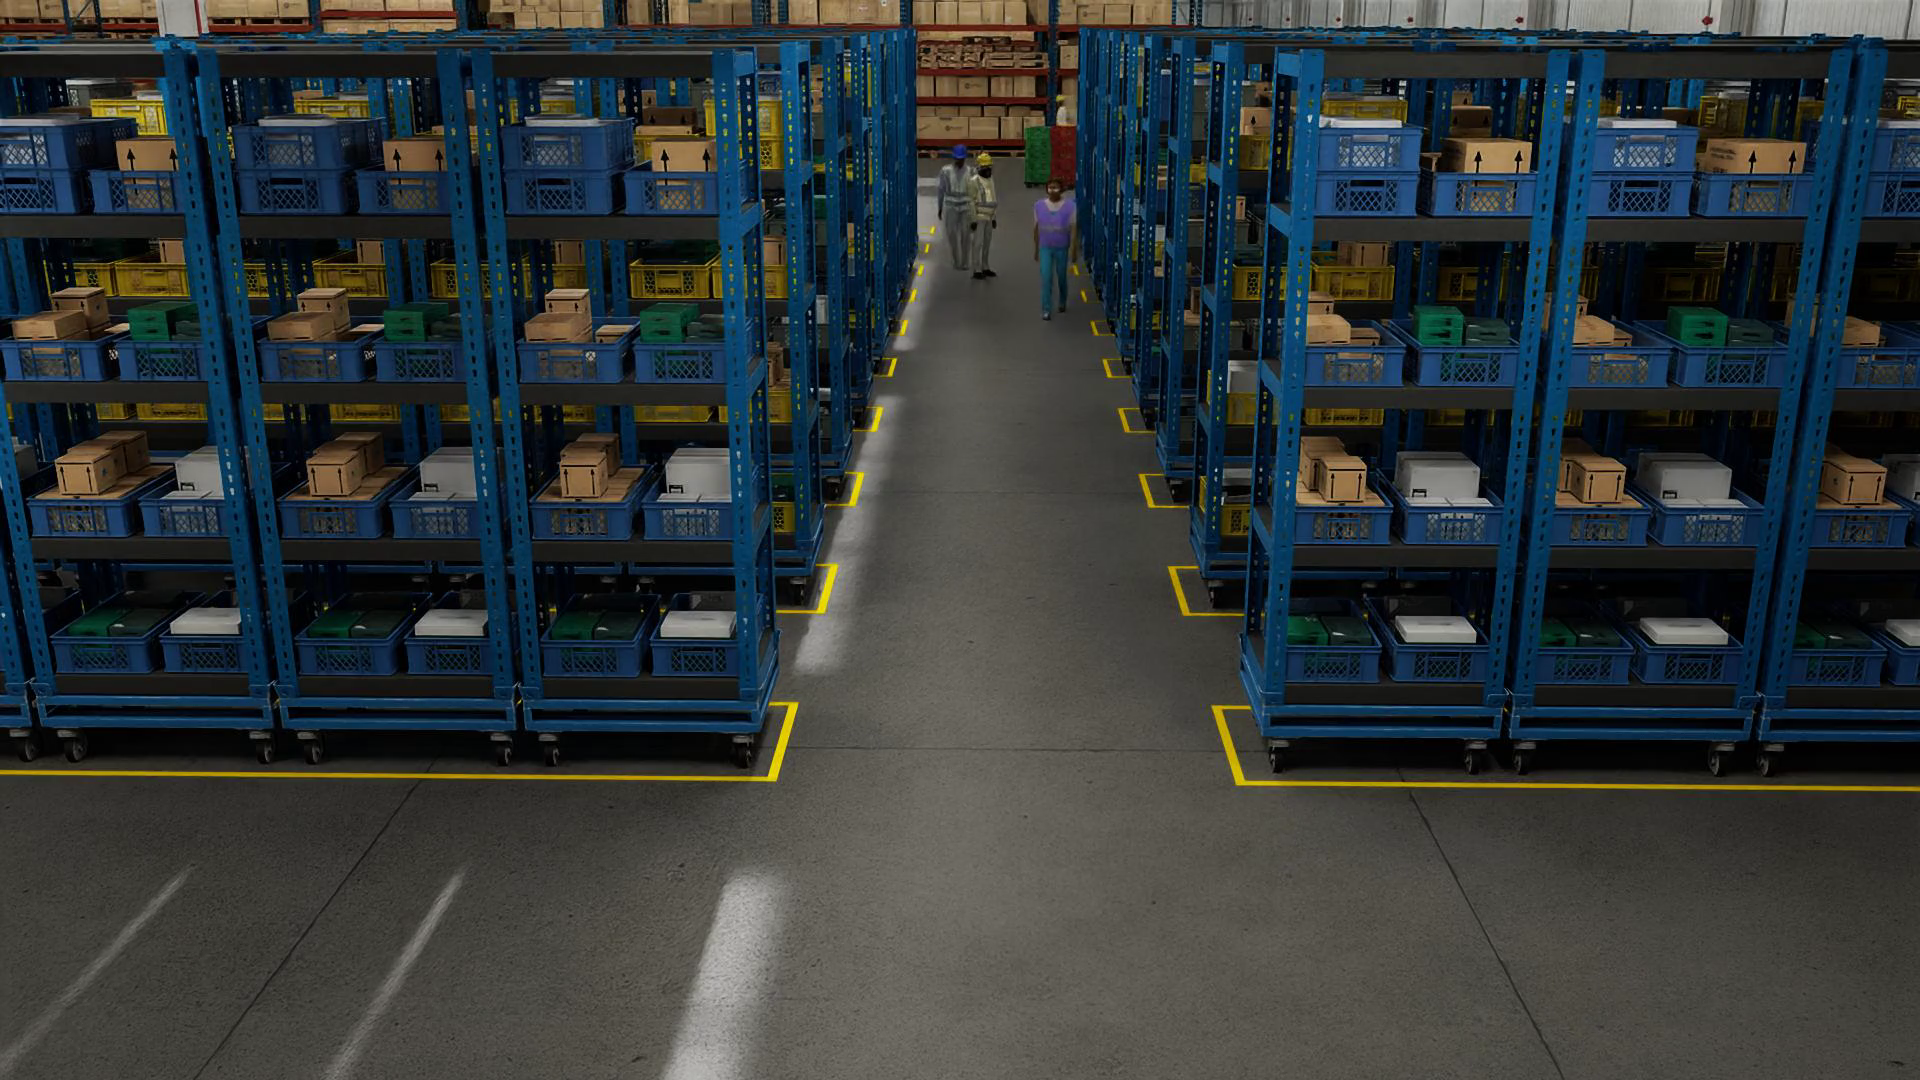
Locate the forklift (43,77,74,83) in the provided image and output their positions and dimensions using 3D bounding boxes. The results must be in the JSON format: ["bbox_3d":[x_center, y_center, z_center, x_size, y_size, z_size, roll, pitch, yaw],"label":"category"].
[{"bbox_3d":[-23.317,-11.198,43.325,1.873,2.768,1.129,7,19,20],"label":"forklift"}]

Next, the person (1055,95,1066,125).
[{"bbox_3d":[2.682,-11.141,45.006,0.534,1.748,0.548,0,17,0],"label":"person"}]

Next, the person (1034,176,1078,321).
[{"bbox_3d":[1.236,-3.781,21.445,0.574,1.819,0.869,4,18,11],"label":"person"}]

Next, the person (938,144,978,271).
[{"bbox_3d":[0.025,-5.045,25.291,0.738,1.914,0.593,1,17,2],"label":"person"}]

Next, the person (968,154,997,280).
[{"bbox_3d":[0.336,-4.770,24.623,0.404,1.802,0.638,10,20,29],"label":"person"}]
